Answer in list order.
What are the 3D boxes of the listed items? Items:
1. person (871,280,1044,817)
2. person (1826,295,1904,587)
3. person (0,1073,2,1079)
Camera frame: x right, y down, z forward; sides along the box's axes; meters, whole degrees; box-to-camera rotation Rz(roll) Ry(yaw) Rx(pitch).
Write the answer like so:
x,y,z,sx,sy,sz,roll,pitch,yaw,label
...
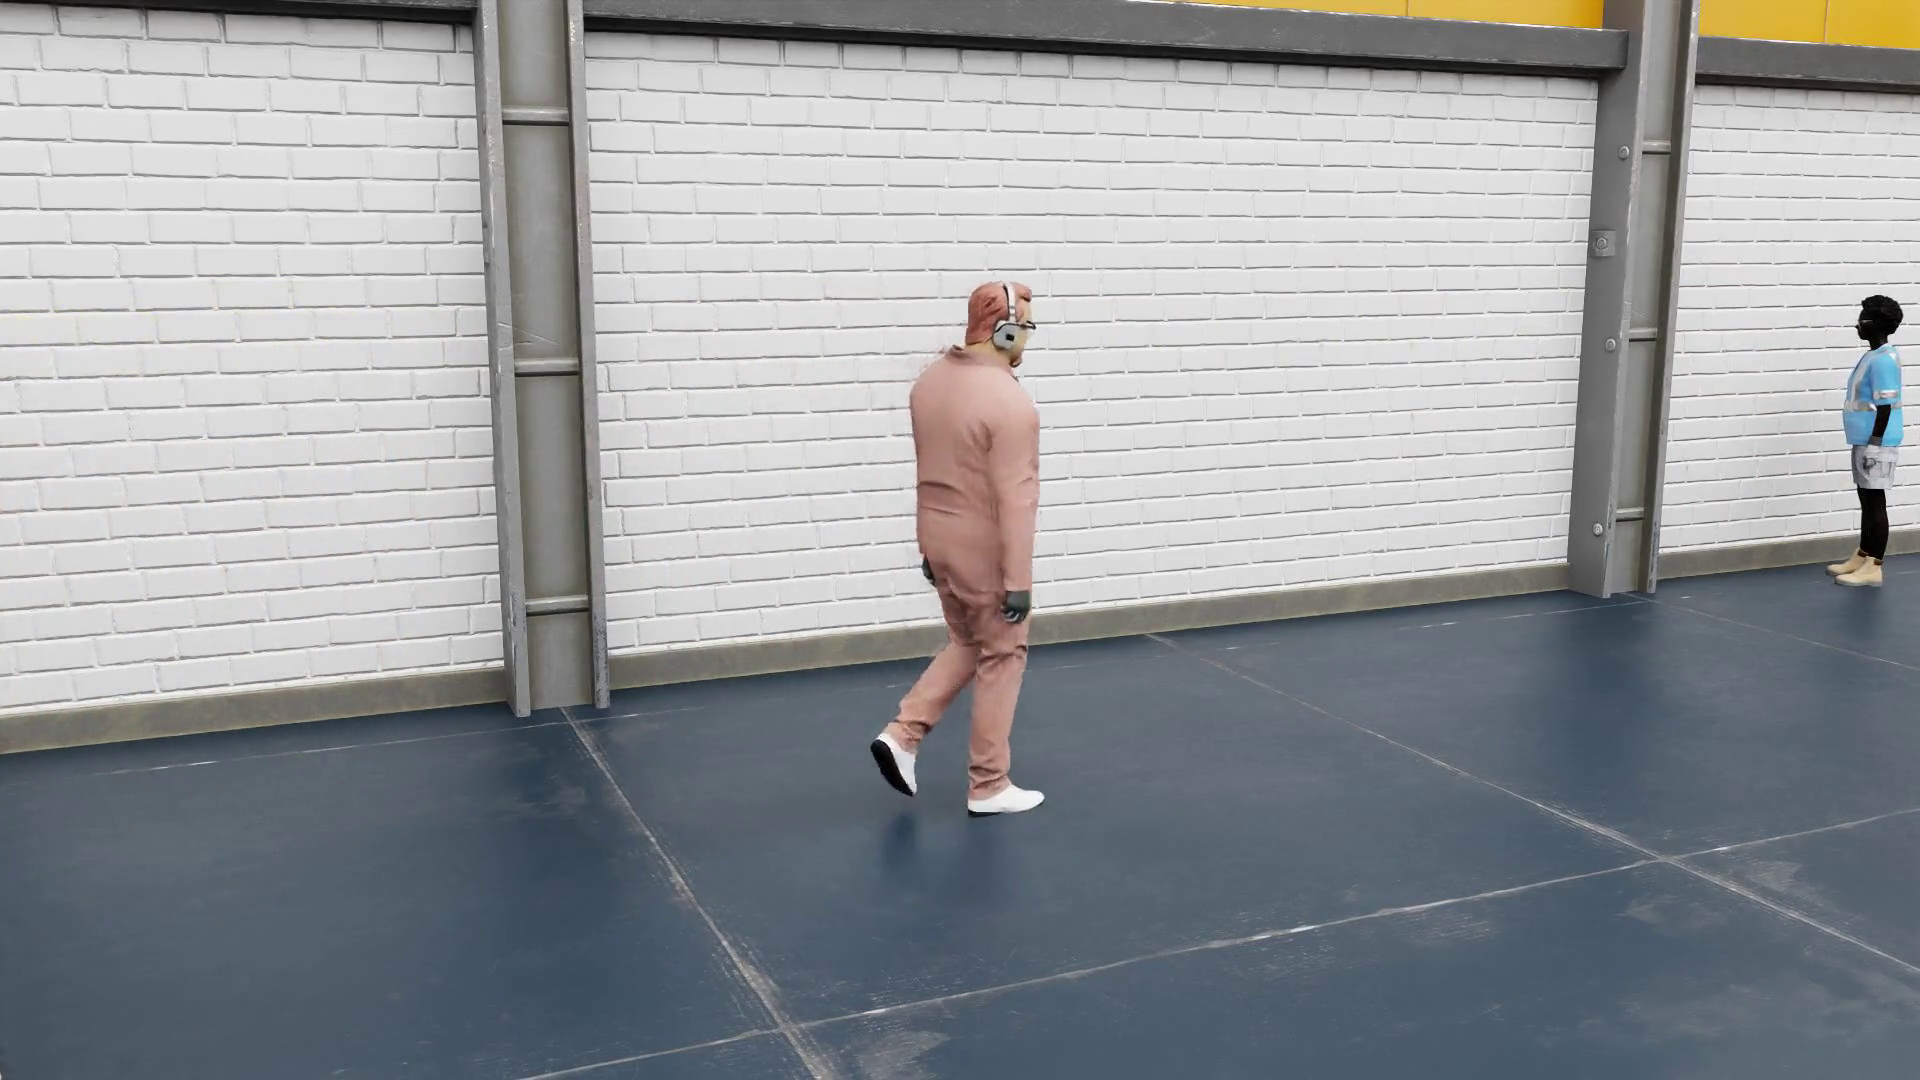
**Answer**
x,y,z,sx,sy,sz,roll,pitch,yaw,label
0.033,0.056,5.719,0.522,1.884,0.658,-7,12,-33,person
5.324,-0.576,9.722,0.322,1.697,0.533,4,11,22,person
-2.679,0.429,3.704,0.985,1.874,0.594,-1,10,-6,person
